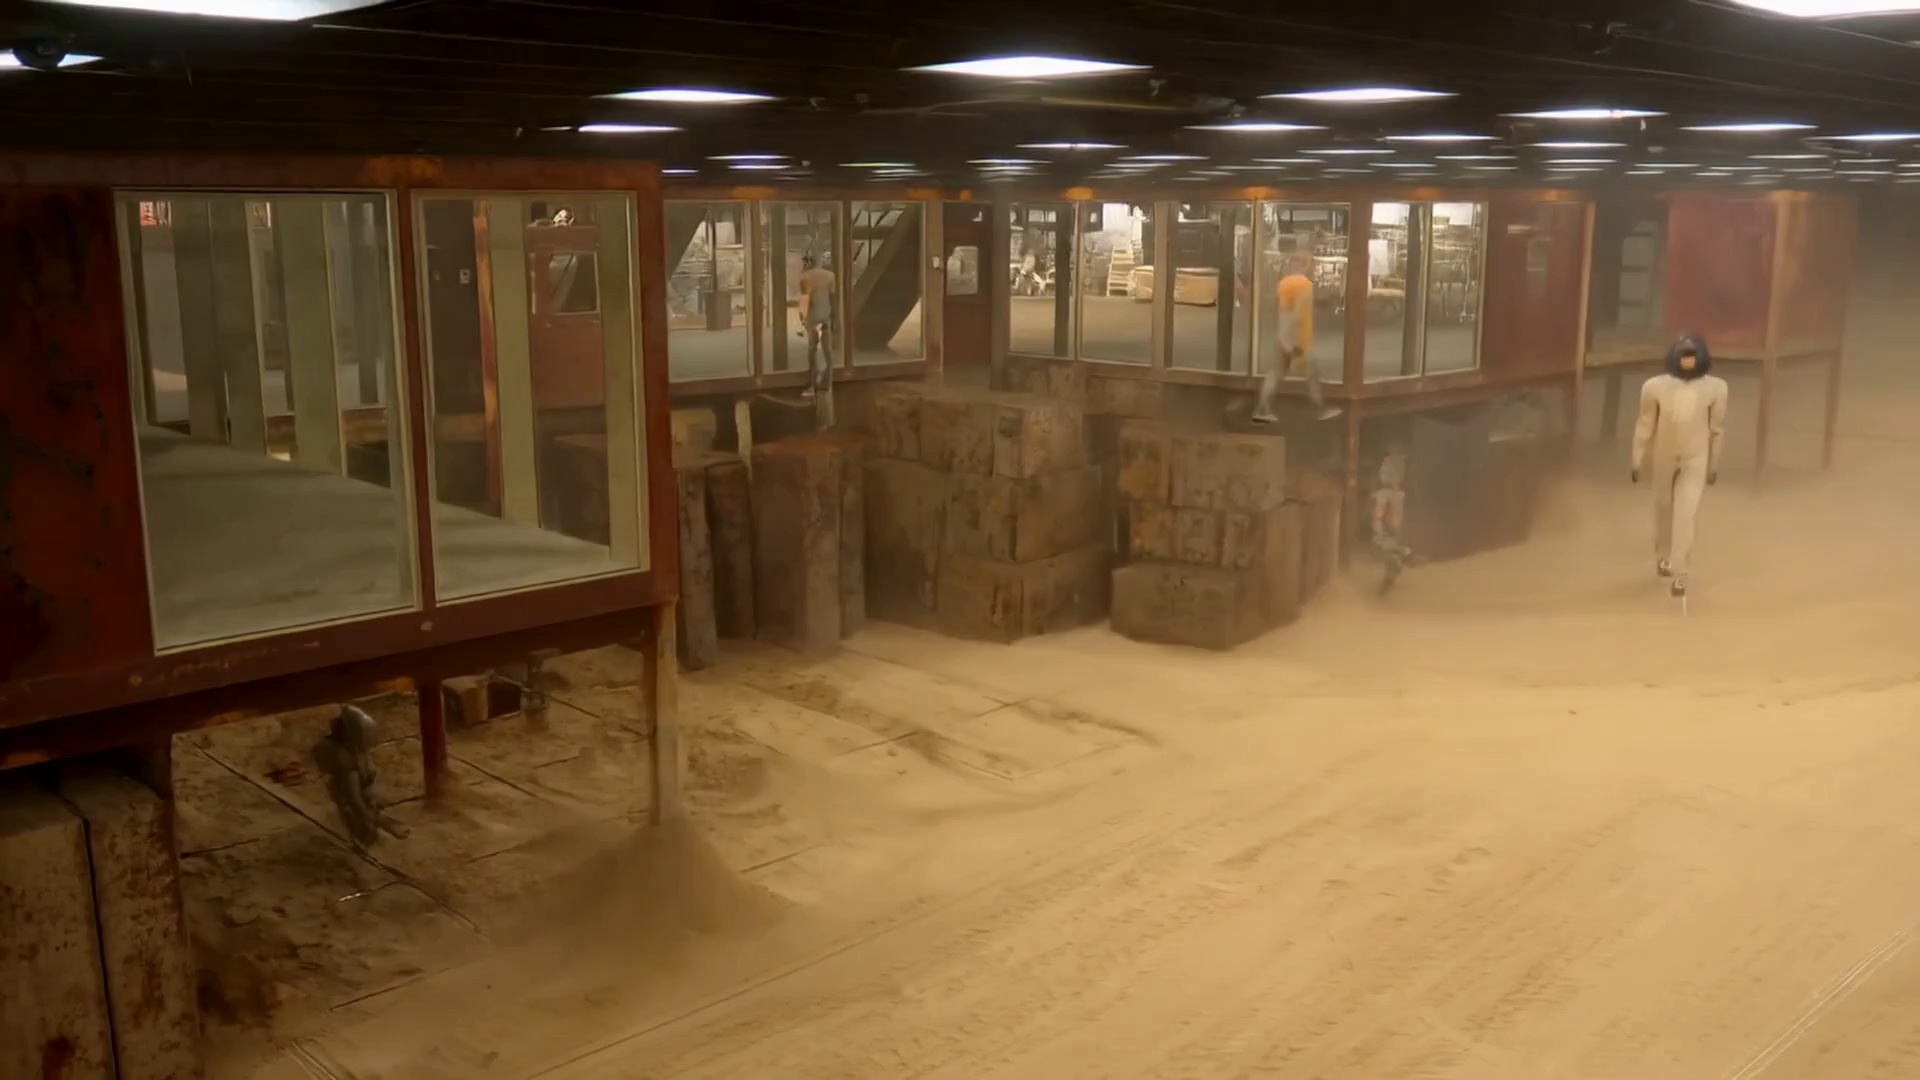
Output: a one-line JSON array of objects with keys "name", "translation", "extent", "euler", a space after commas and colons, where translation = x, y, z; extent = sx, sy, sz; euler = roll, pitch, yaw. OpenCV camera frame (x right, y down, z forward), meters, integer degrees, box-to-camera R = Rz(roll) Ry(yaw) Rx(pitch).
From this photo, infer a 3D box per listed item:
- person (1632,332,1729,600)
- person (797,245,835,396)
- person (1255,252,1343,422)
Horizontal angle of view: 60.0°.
[{"name": "person", "translation": [4.413, -0.488, 10.230], "extent": [0.508, 1.597, 0.873], "euler": [5, 12, 23]}, {"name": "person", "translation": [-1.789, -2.718, 20.674], "extent": [0.507, 1.875, 0.329], "euler": [-7, 13, -31]}, {"name": "person", "translation": [3.670, -2.191, 18.086], "extent": [0.990, 1.852, 0.647], "euler": [-5, 12, -22]}]
